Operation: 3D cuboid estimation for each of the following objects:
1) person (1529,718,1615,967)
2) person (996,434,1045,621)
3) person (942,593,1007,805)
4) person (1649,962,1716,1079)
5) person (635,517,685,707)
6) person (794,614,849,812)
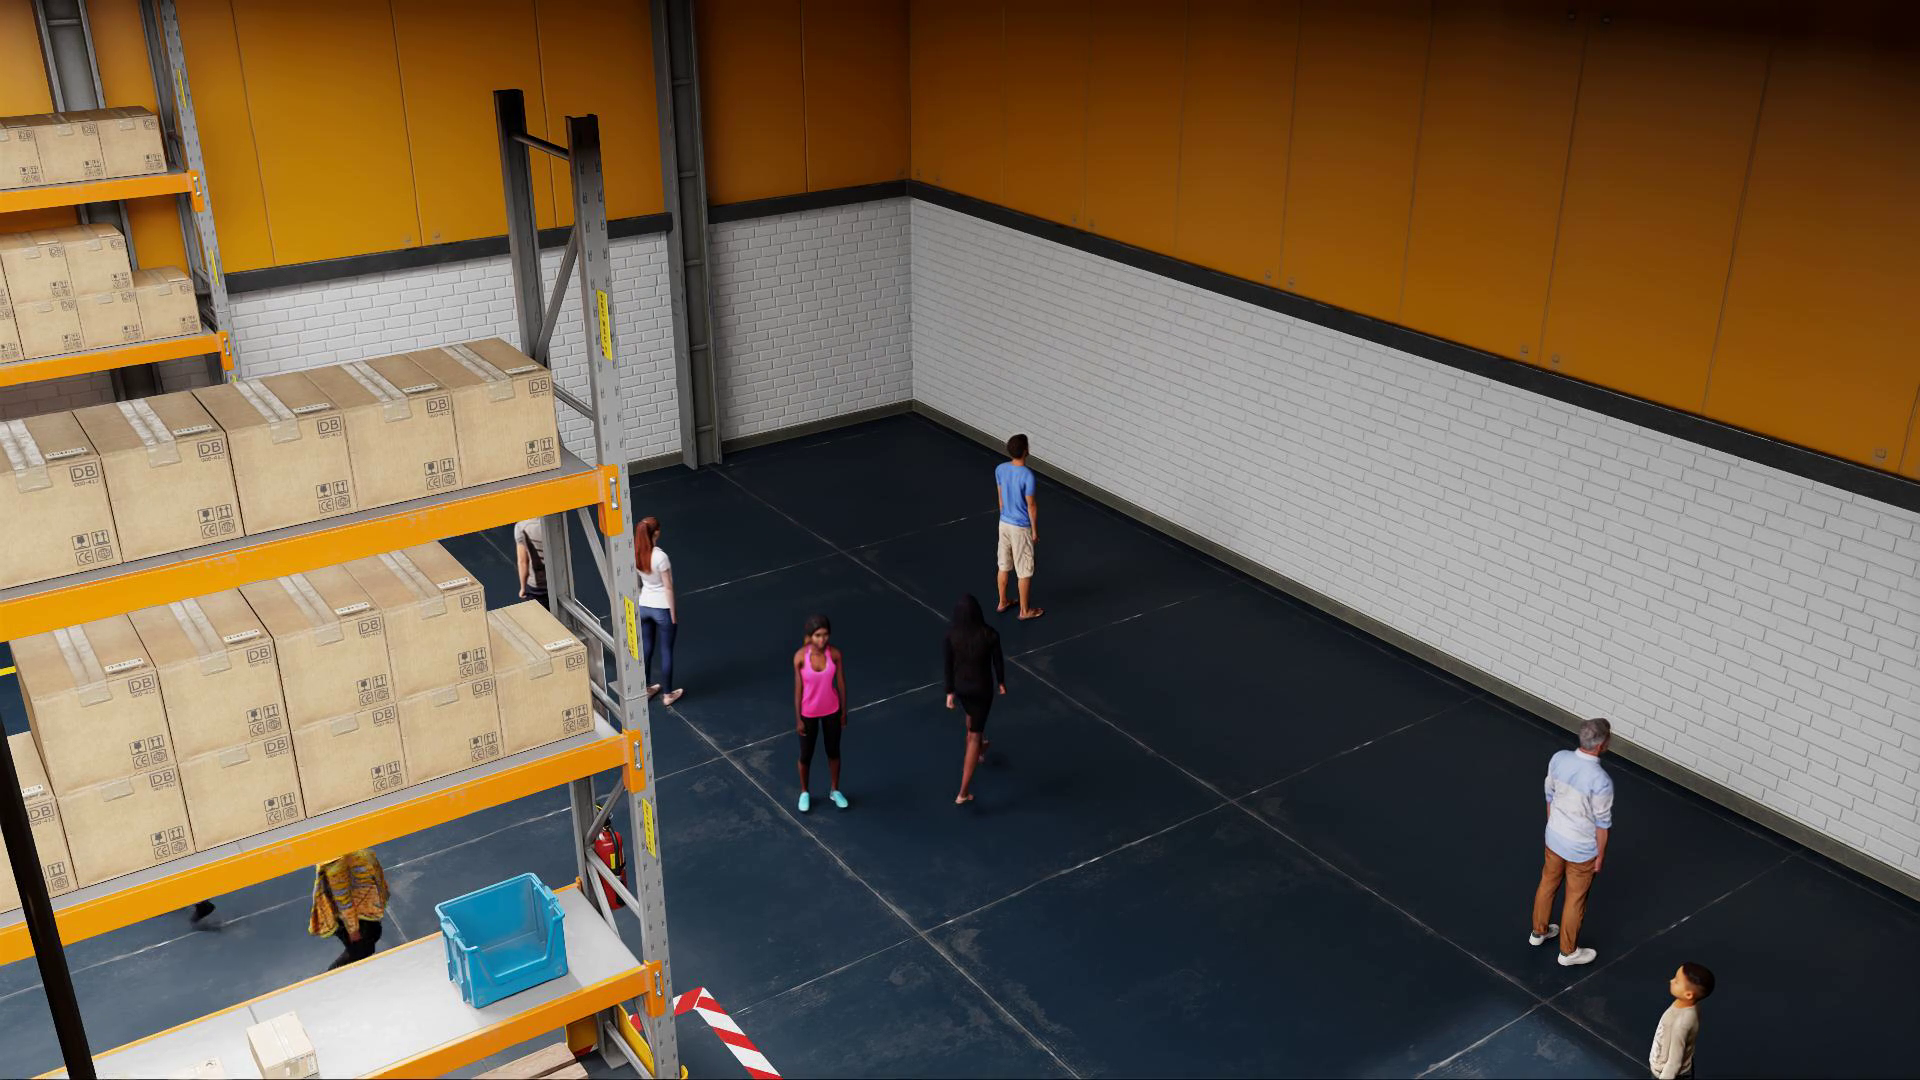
[{"bbox_3d":[4.147,2.013,11.227,0.606,1.827,0.705,-12,26,-26],"label":"person"},{"bbox_3d":[0.550,-0.139,16.106,0.689,1.862,0.636,21,31,39],"label":"person"},{"bbox_3d":[0.089,1.278,13.125,1.160,1.653,1.297,6,24,14],"label":"person"},{"bbox_3d":[4.033,3.001,9.419,0.688,1.465,0.598,9,25,20],"label":"person"},{"bbox_3d":[-2.664,0.622,14.524,0.629,1.736,0.654,11,26,24],"label":"person"},{"bbox_3d":[-1.095,1.333,12.922,0.613,1.716,0.709,-4,24,-9],"label":"person"}]
